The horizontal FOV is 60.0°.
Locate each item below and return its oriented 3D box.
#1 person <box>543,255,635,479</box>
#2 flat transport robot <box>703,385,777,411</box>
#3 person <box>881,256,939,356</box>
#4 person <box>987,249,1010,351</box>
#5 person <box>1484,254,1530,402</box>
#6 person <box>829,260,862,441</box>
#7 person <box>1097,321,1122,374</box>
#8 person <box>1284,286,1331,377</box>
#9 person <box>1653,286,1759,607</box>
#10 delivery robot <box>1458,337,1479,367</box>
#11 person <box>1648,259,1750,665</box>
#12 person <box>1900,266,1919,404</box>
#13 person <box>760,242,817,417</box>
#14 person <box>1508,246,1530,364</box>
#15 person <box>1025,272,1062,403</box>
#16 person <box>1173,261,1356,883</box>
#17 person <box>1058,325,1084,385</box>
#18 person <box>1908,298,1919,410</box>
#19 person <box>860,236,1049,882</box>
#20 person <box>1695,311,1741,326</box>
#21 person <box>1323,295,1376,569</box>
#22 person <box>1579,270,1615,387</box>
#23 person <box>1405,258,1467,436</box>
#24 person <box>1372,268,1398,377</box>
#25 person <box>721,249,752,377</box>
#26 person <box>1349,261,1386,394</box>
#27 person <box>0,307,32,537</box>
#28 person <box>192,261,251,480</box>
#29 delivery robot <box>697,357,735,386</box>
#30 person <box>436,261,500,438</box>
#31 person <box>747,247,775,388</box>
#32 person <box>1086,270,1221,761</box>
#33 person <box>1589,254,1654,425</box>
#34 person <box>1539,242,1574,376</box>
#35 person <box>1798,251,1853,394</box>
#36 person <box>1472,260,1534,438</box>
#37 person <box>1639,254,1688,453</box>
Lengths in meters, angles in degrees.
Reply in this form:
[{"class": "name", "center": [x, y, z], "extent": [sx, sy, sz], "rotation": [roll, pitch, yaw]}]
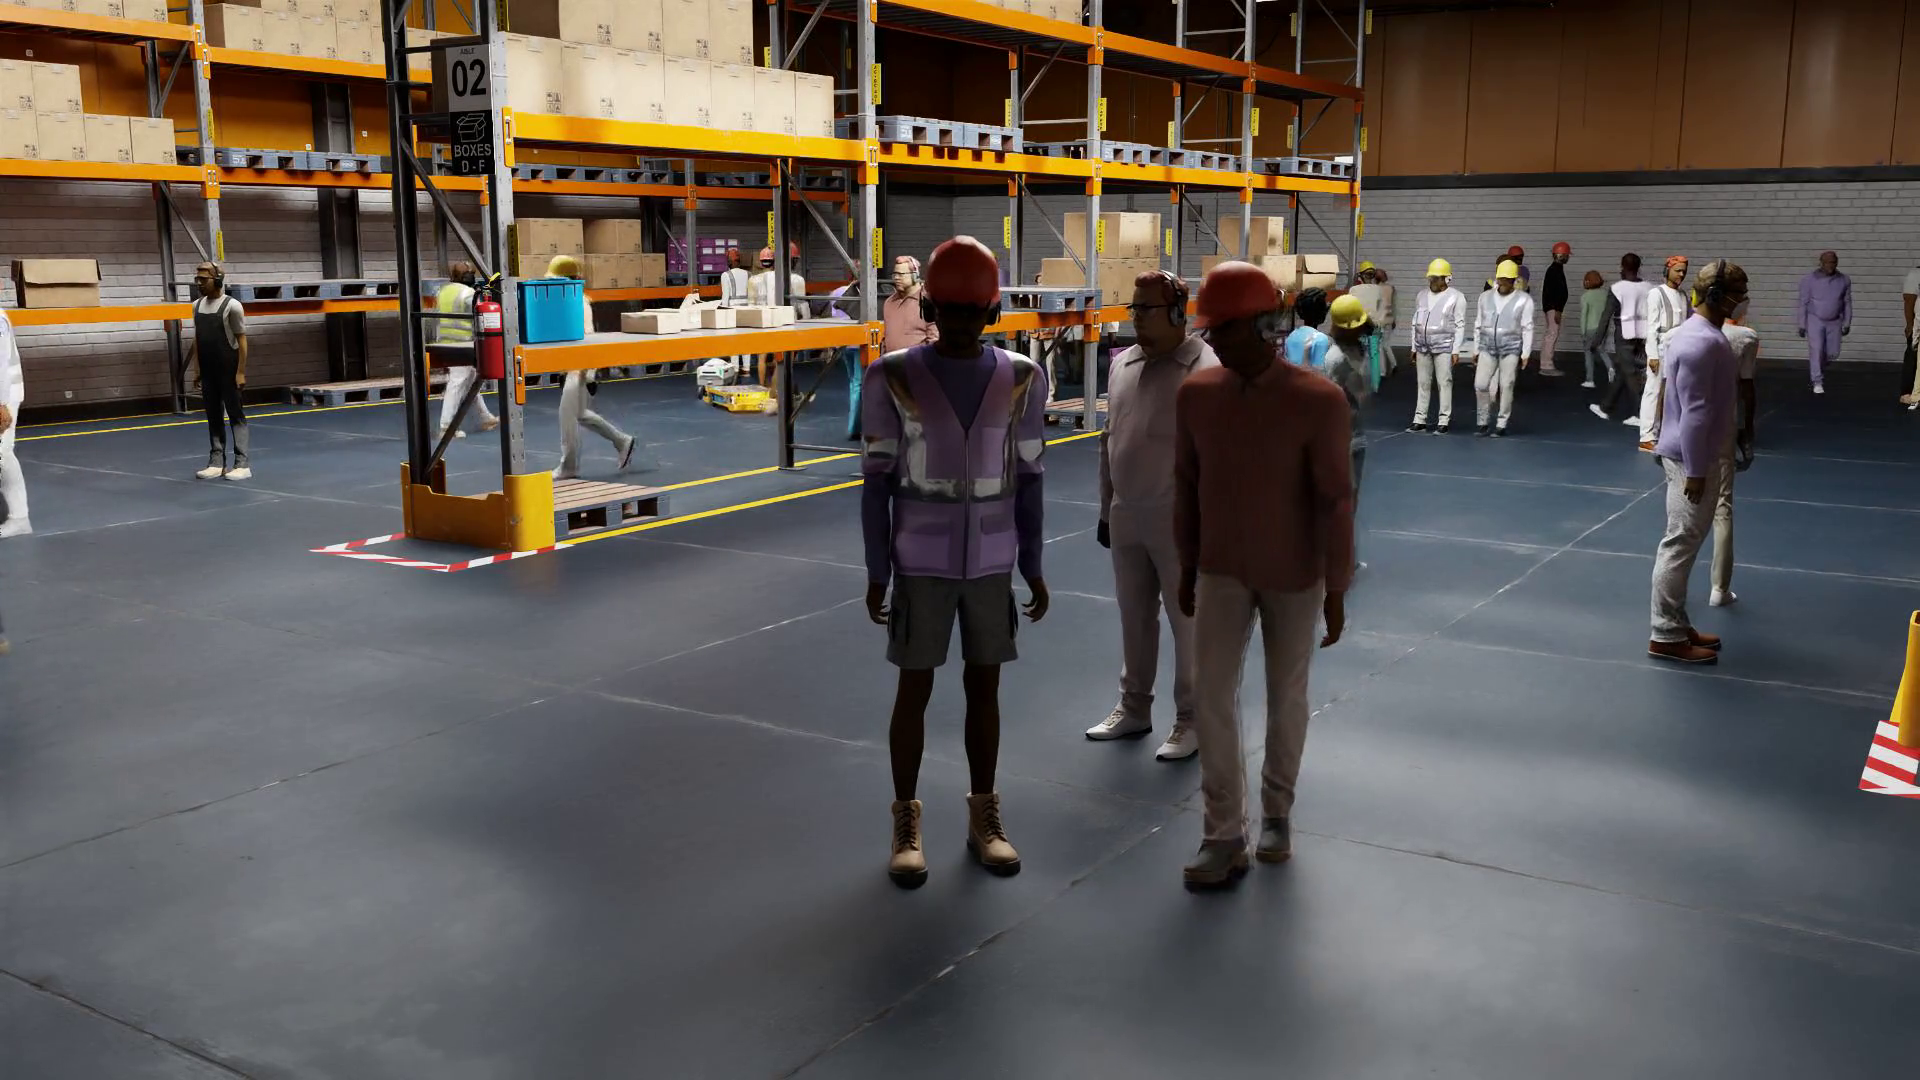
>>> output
[{"class": "person", "center": [-3.196, -1.475, 14.186], "extent": [0.787, 1.903, 0.596], "rotation": [-5, 11, -26]}, {"class": "flat transport robot", "center": [-2.617, -1.728, 20.109], "extent": [0.652, 0.197, 1.431], "rotation": [-4, 11, -23]}, {"class": "person", "center": [-0.409, -1.345, 13.495], "extent": [0.637, 1.898, 0.396], "rotation": [9, 13, 40]}, {"class": "person", "center": [0.595, -3.548, 25.721], "extent": [0.675, 1.882, 0.734], "rotation": [-4, 11, -21]}, {"class": "person", "center": [6.811, -2.659, 20.914], "extent": [0.626, 1.846, 0.429], "rotation": [-3, 11, -18]}, {"class": "person", "center": [-0.974, -1.939, 16.974], "extent": [0.610, 1.817, 0.753], "rotation": [5, 12, 27]}, {"class": "person", "center": [2.180, -3.472, 25.075], "extent": [0.602, 1.967, 0.367], "rotation": [2, 10, 12]}, {"class": "person", "center": [2.460, -0.929, 11.724], "extent": [0.318, 1.700, 0.535], "rotation": [-3, 11, -17]}, {"class": "person", "center": [4.135, -0.565, 9.230], "extent": [0.517, 1.874, 0.328], "rotation": [5, 11, 26]}, {"class": "delivery robot", "center": [7.716, -2.826, 25.145], "extent": [0.707, 0.478, 0.477], "rotation": [3, 11, 18]}, {"class": "person", "center": [3.549, -0.375, 8.016], "extent": [0.354, 1.932, 0.628], "rotation": [5, 11, 25]}, {"class": "person", "center": [12.037, -2.696, 20.566], "extent": [0.684, 2.000, 0.536], "rotation": [-1, 10, -8]}, {"class": "person", "center": [-1.966, -2.452, 19.333], "extent": [0.633, 1.993, 1.015], "rotation": [8, 13, 38]}, {"class": "person", "center": [9.034, -3.811, 27.062], "extent": [0.380, 1.927, 0.542], "rotation": [7, 12, 34]}, {"class": "person", "center": [1.037, -2.512, 20.670], "extent": [0.512, 1.637, 0.307], "rotation": [6, 12, 32]}, {"class": "person", "center": [0.922, 0.113, 5.241], "extent": [0.619, 1.945, 0.755], "rotation": [5, 11, 25]}, {"class": "person", "center": [1.579, -3.100, 23.157], "extent": [0.566, 1.912, 0.541], "rotation": [5, 11, 26]}, {"class": "person", "center": [11.592, -2.347, 19.763], "extent": [0.499, 1.634, 0.278], "rotation": [7, 12, 33]}, {"class": "person", "center": [-0.005, 0.072, 5.257], "extent": [0.605, 2.033, 0.392], "rotation": [-3, 11, -14]}, {"class": "person", "center": [7.494, -1.800, 16.565], "extent": [0.555, 1.684, 0.351], "rotation": [-4, 11, -20]}, {"class": "person", "center": [2.347, -0.610, 9.967], "extent": [0.290, 1.701, 0.629], "rotation": [6, 12, 32]}, {"class": "person", "center": [8.736, -2.884, 22.775], "extent": [0.531, 1.612, 0.509], "rotation": [-2, 10, -12]}, {"class": "person", "center": [4.945, -2.005, 17.313], "extent": [0.403, 1.834, 0.589], "rotation": [-10, 14, -43]}, {"class": "person", "center": [6.201, -3.198, 24.537], "extent": [0.533, 1.615, 0.347], "rotation": [-5, 11, -27]}, {"class": "person", "center": [-3.305, -3.333, 24.529], "extent": [0.356, 1.887, 0.573], "rotation": [8, 13, 38]}, {"class": "person", "center": [5.348, -2.795, 21.930], "extent": [0.532, 1.754, 0.387], "rotation": [-3, 11, -15]}, {"class": "person", "center": [-6.634, -0.972, 11.345], "extent": [0.632, 1.919, 0.473], "rotation": [10, 14, 43]}, {"class": "person", "center": [-6.267, -1.425, 14.064], "extent": [0.516, 1.844, 0.332], "rotation": [3, 11, 18]}, {"class": "delivery robot", "center": [-3.144, -2.157, 21.442], "extent": [0.477, 0.478, 0.707], "rotation": [1, 10, 6]}, {"class": "person", "center": [-5.078, -1.972, 17.216], "extent": [0.944, 1.797, 0.638], "rotation": [-10, 14, -44]}, {"class": "person", "center": [-2.389, -2.703, 20.901], "extent": [0.552, 1.933, 0.363], "rotation": [-2, 10, -9]}, {"class": "person", "center": [0.773, -0.096, 6.534], "extent": [0.402, 1.906, 0.652], "rotation": [-9, 14, -41]}, {"class": "person", "center": [7.347, -2.226, 18.430], "extent": [0.614, 1.863, 0.997], "rotation": [-4, 11, -22]}, {"class": "person", "center": [8.928, -3.455, 24.909], "extent": [0.402, 1.990, 0.622], "rotation": [2, 10, 10]}, {"class": "person", "center": [11.468, -2.895, 22.118], "extent": [0.674, 1.880, 0.683], "rotation": [2, 10, 8]}, {"class": "person", "center": [5.501, -1.932, 16.935], "extent": [0.627, 1.817, 0.547], "rotation": [7, 12, 34]}, {"class": "person", "center": [6.756, -1.778, 15.915], "extent": [0.574, 1.884, 0.360], "rotation": [-8, 13, -38]}]
